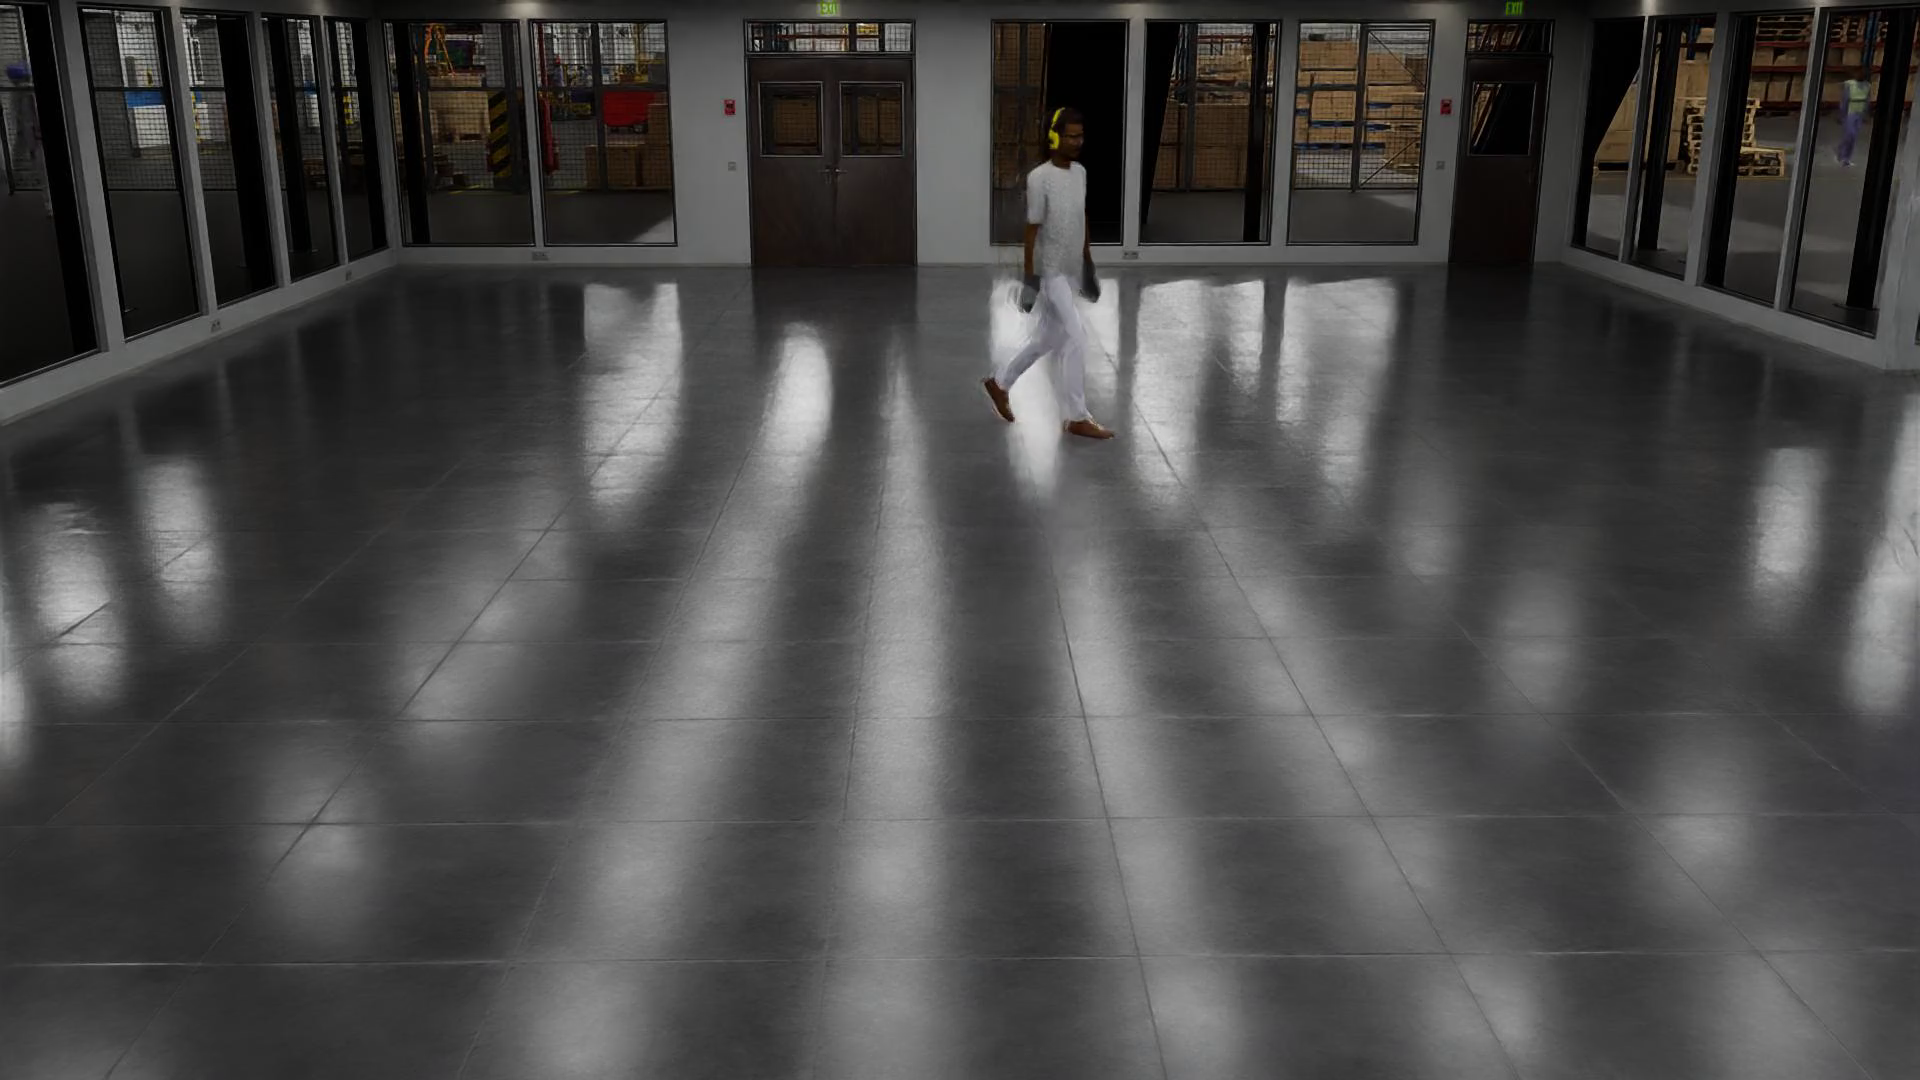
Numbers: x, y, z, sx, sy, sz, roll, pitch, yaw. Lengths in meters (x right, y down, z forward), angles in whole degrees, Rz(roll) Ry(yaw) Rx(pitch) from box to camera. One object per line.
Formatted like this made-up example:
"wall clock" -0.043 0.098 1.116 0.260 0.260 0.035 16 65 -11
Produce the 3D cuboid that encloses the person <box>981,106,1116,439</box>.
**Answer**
"person" 0.506 -1.517 9.404 0.886 1.841 0.519 10 19 31
